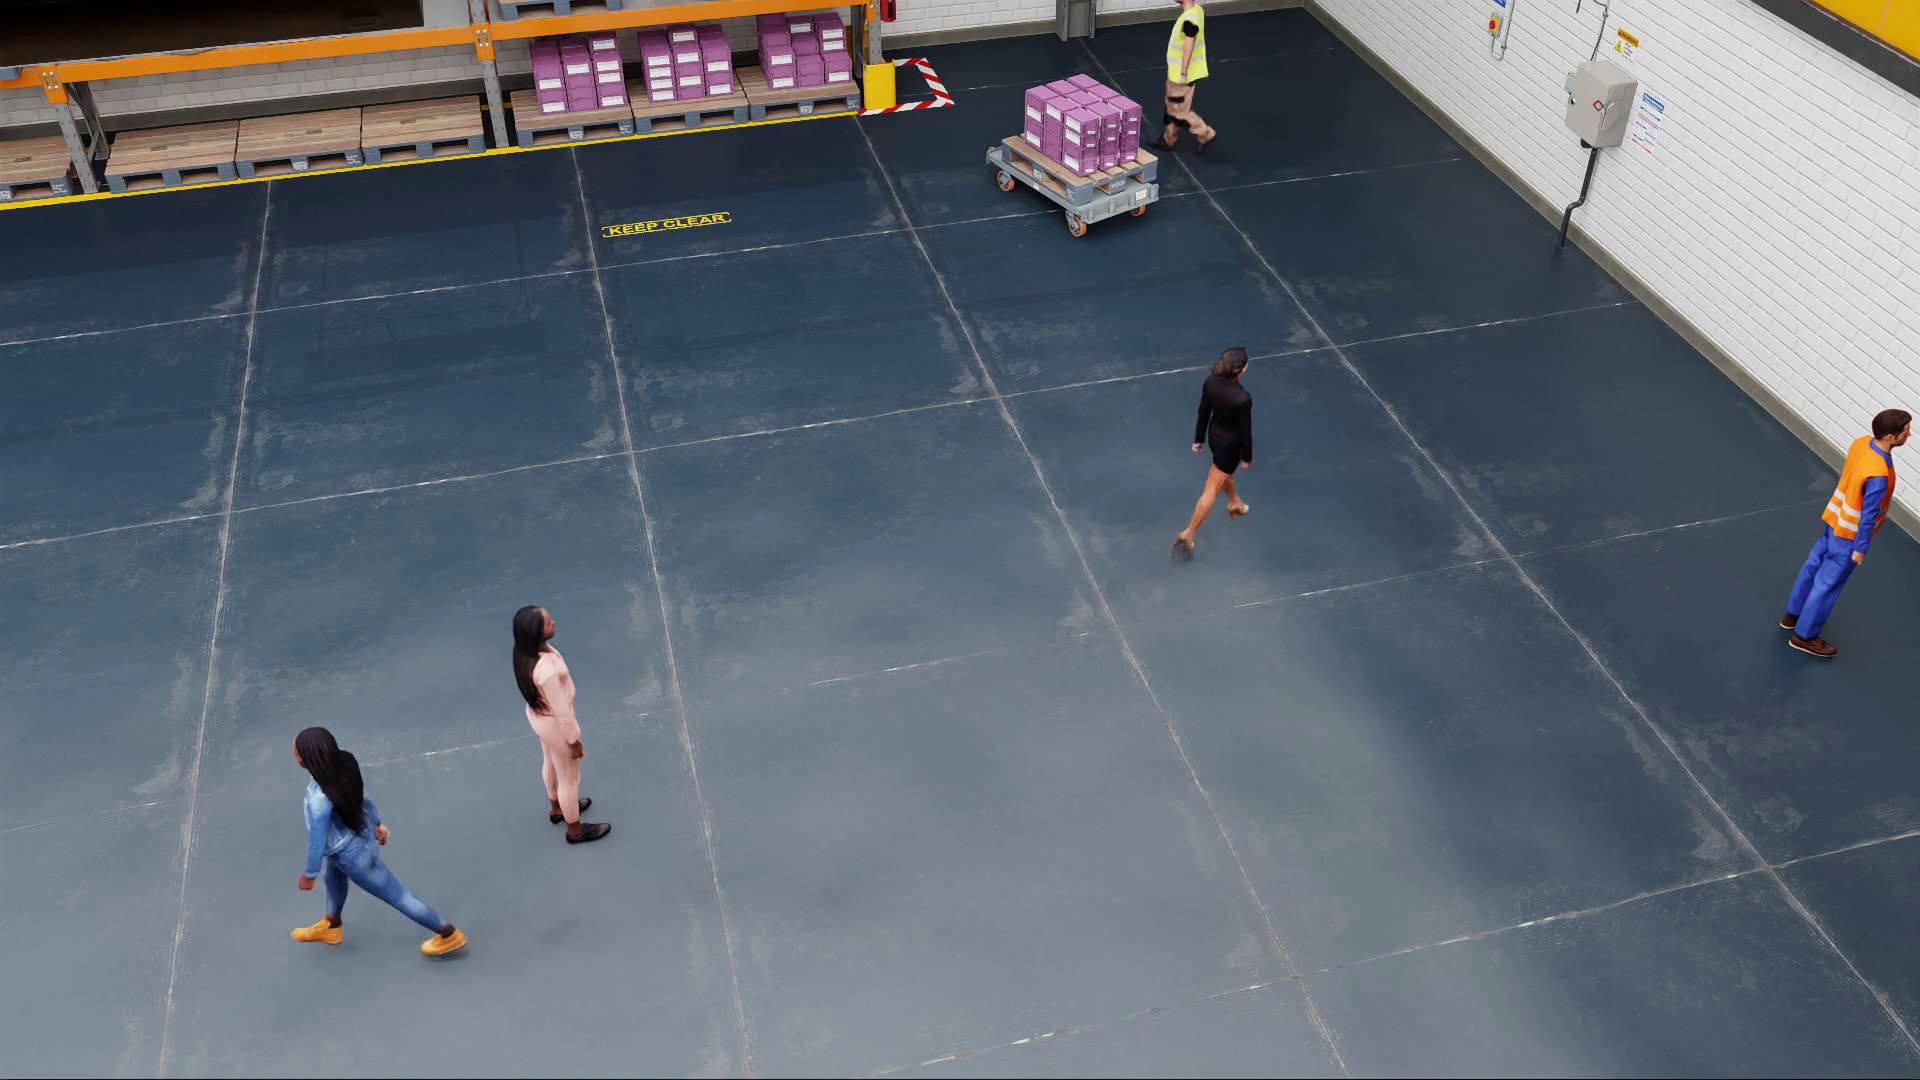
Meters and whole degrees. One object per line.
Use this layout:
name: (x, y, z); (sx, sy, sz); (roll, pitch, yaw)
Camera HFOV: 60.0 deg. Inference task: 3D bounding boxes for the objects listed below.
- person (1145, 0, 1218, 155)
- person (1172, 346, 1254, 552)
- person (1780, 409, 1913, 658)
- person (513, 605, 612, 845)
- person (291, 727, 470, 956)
person: (2.295, -4.698, 16.612); (1.108, 1.828, 0.963); (8, 39, 10)
person: (1.799, -0.592, 11.656); (1.119, 1.596, 0.854); (-27, 46, -30)
person: (5.761, -0.075, 10.793); (0.757, 1.864, 0.773); (6, 39, 7)
person: (-2.320, 1.051, 9.498); (0.641, 1.721, 0.679); (-22, 44, -25)
person: (-3.099, 1.653, 8.791); (1.232, 1.662, 0.726); (-4, 39, -5)
